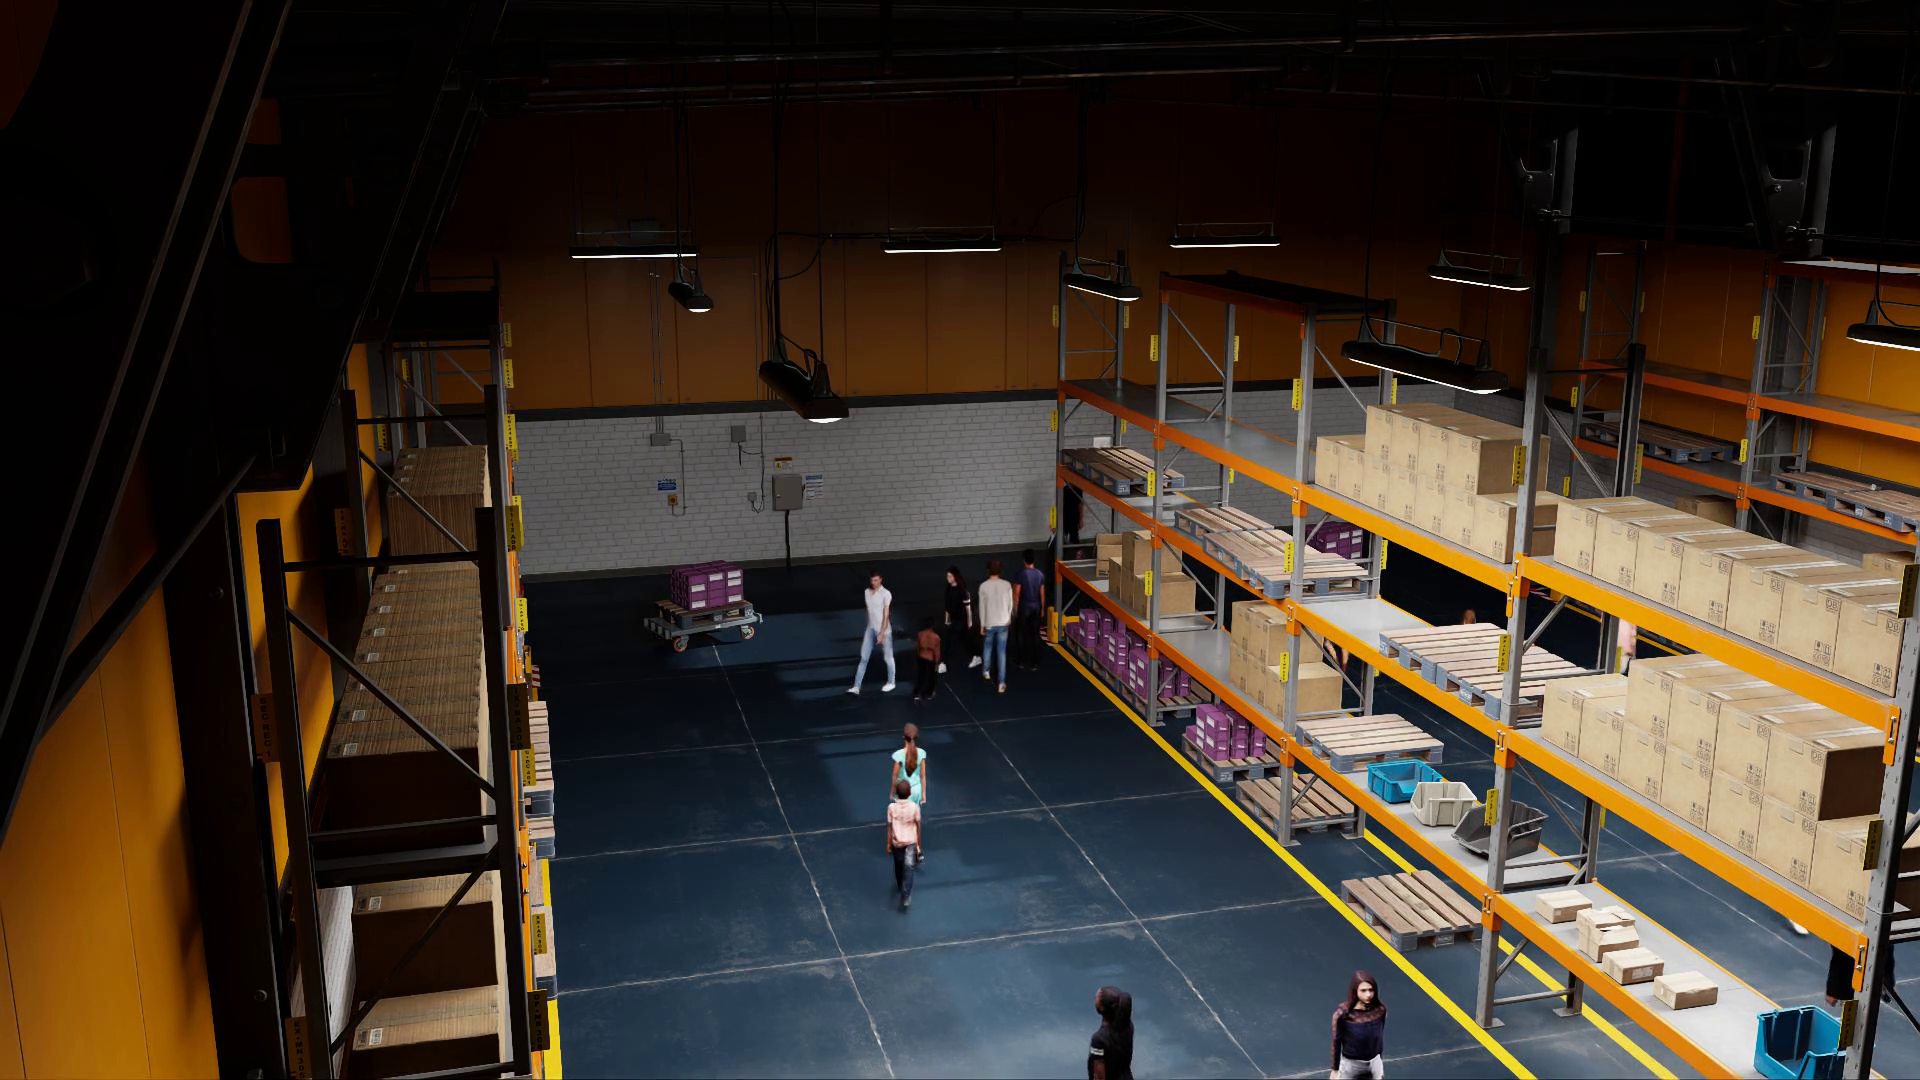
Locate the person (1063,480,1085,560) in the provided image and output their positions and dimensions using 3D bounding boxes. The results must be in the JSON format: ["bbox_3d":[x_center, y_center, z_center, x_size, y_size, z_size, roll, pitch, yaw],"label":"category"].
[{"bbox_3d":[2.023,-0.377,30.294,1.017,1.731,1.119,7,15,26],"label":"person"}]

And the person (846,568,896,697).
[{"bbox_3d":[-1.069,1.280,23.281,1.121,1.813,1.159,9,16,33],"label":"person"}]

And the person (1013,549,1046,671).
[{"bbox_3d":[1.024,1.027,24.407,0.665,1.774,0.643,-4,14,-18],"label":"person"}]

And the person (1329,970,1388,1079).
[{"bbox_3d":[3.000,3.995,12.503,0.603,1.608,0.534,-4,14,-17],"label":"person"}]

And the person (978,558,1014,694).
[{"bbox_3d":[0.516,1.237,23.362,0.823,1.857,1.206,0,14,-1],"label":"person"}]

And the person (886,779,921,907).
[{"bbox_3d":[-0.565,3.092,16.910,0.689,1.289,0.973,1,14,4],"label":"person"}]

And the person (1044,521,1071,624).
[{"bbox_3d":[1.633,0.462,26.693,0.786,1.797,0.669,-5,14,-18],"label":"person"}]

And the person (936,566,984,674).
[{"bbox_3d":[0.045,1.160,24.264,0.925,1.583,1.103,-10,17,-37],"label":"person"}]

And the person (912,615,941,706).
[{"bbox_3d":[-0.476,1.673,22.900,0.808,1.228,0.957,3,14,12],"label":"person"}]

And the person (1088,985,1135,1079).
[{"bbox_3d":[1.167,4.070,12.046,1.277,1.677,1.029,13,19,43],"label":"person"}]

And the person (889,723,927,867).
[{"bbox_3d":[-0.537,2.742,17.847,0.691,1.529,1.088,-7,15,-26],"label":"person"}]
